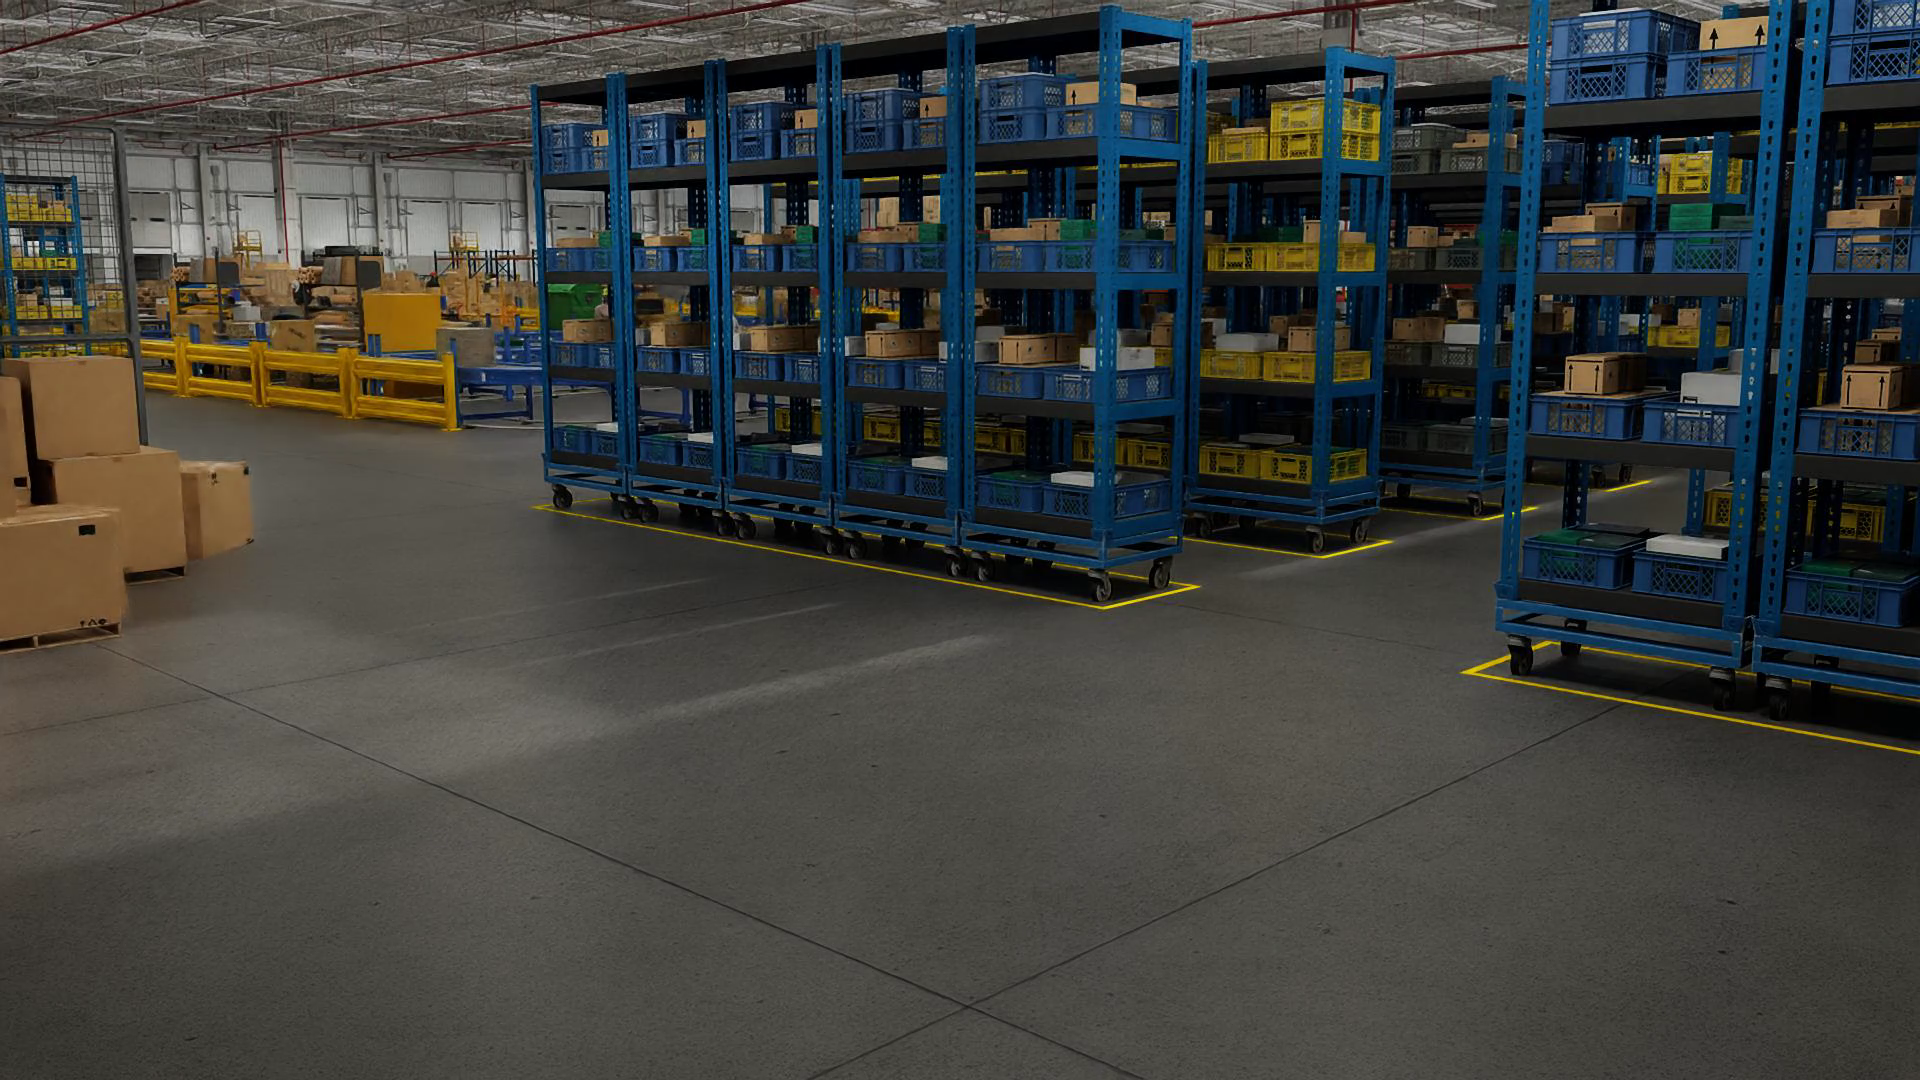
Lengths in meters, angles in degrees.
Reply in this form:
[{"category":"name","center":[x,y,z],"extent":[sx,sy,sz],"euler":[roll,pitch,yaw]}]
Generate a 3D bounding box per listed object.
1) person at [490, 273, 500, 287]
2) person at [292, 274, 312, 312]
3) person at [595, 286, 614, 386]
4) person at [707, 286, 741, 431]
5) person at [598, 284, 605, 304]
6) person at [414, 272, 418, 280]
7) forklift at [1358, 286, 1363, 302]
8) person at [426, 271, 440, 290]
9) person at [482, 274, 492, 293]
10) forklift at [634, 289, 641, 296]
[{"category":"person","center":[-24.063,-12.874,86.067],"extent":[0.623,1.841,0.430],"euler":[-9,13,-43]},{"category":"person","center":[-24.585,-9.073,62.138],"extent":[0.684,2.000,0.535],"euler":[-4,10,-23]},{"category":"person","center":[-6.193,-3.604,29.449],"extent":[0.523,1.769,0.309],"euler":[-5,11,-29]},{"category":"person","center":[-2.614,-1.899,18.564],"extent":[0.409,1.907,0.651],"euler":[-7,11,-36]},{"category":"person","center":[-11.931,-7.647,54.556],"extent":[0.546,1.643,0.862],"euler":[-7,12,-38]},{"category":"person","center":[-25.809,-11.744,78.930],"extent":[0.631,1.905,0.728],"euler":[8,12,39]},{"category":"forklift","center":[11.100,-7.017,46.970],"extent":[1.873,2.768,1.129],"euler":[9,13,43]},{"category":"person","center":[-18.736,-8.587,59.298],"extent":[0.626,1.992,0.387],"euler":[5,11,28]},{"category":"person","center":[-23.828,-12.507,83.871],"extent":[0.558,1.821,0.571],"euler":[-2,10,-14]},{"category":"forklift","center":[-16.032,-13.225,85.029],"extent":[1.873,2.768,1.129],"euler":[9,13,43]}]
